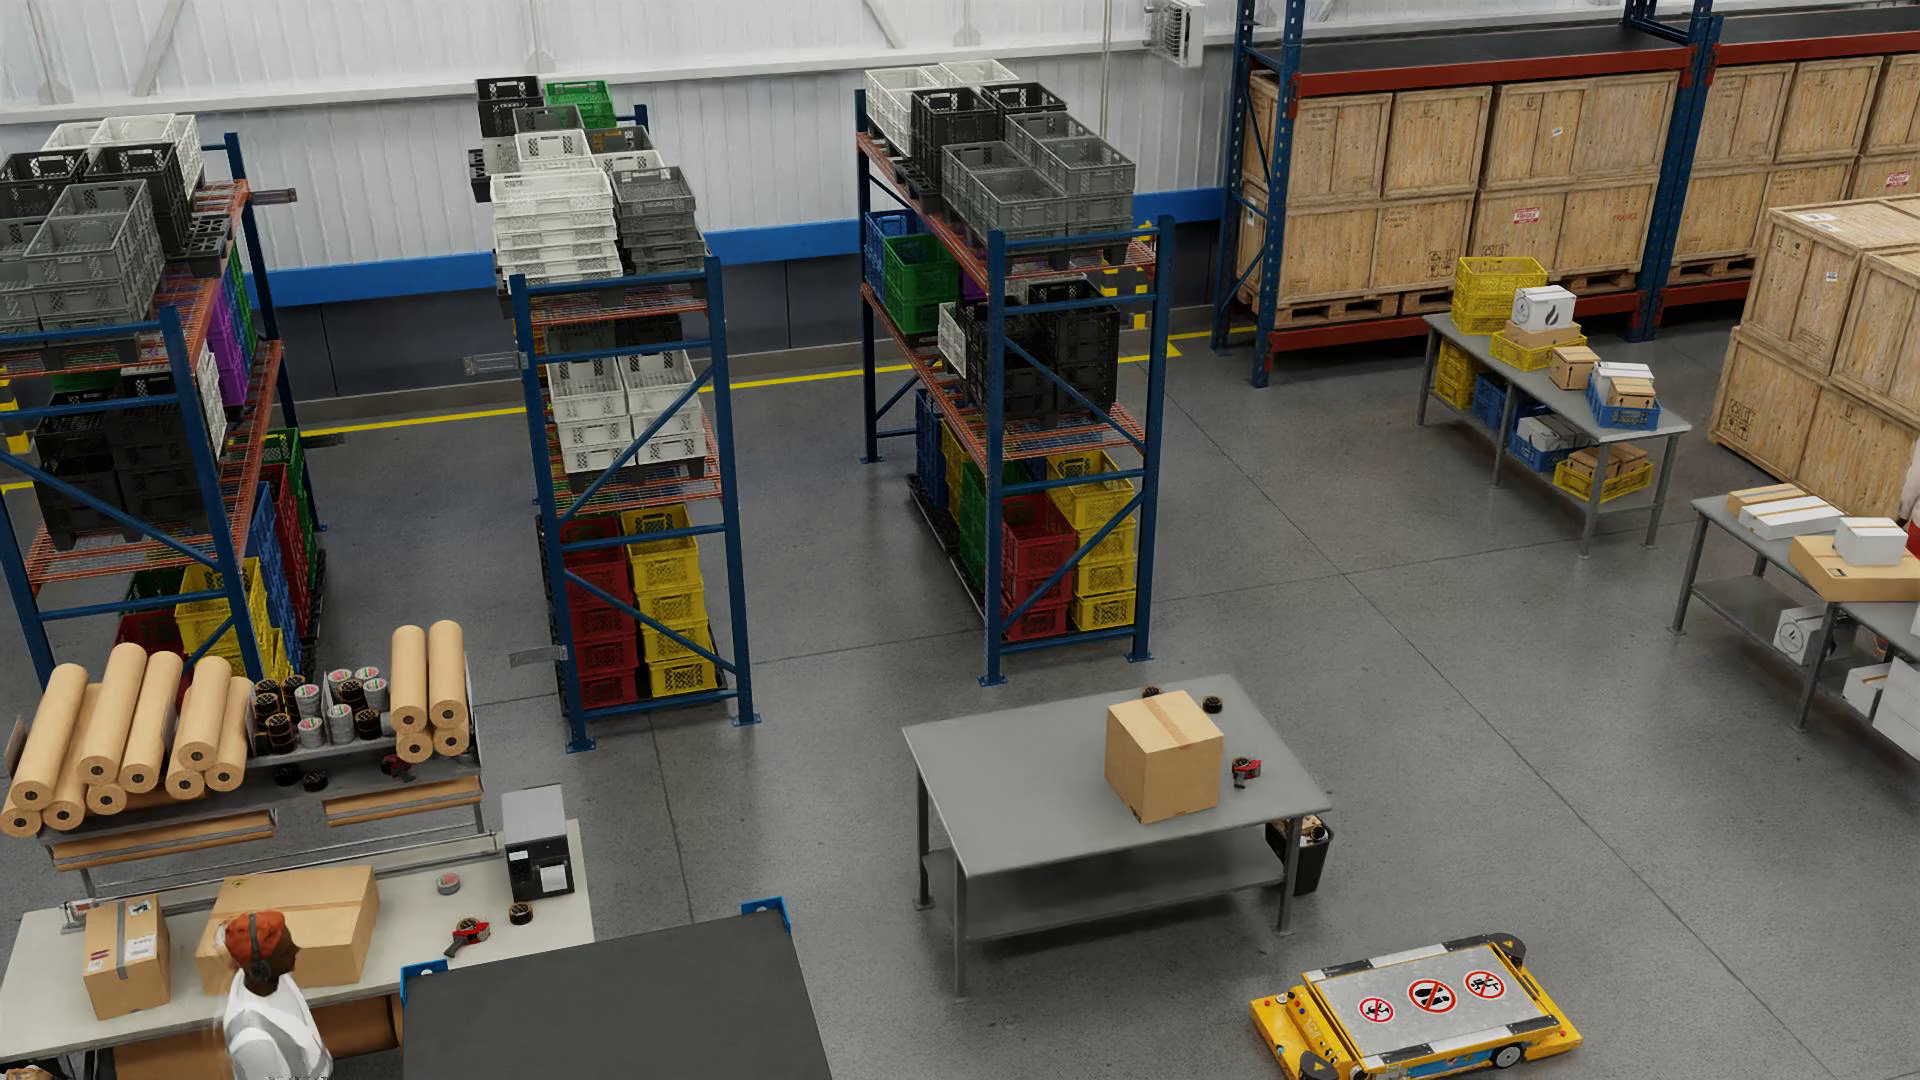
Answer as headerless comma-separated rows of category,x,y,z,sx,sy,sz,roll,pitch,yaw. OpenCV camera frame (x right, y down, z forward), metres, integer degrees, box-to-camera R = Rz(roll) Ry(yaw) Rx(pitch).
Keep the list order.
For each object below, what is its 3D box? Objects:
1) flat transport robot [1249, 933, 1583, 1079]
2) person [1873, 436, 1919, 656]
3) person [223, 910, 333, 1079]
flat transport robot,2.184,2.282,7.980,1.431,0.197,0.652,-8,30,-14
person,6.287,-0.112,10.574,0.608,1.995,0.376,18,33,29
person,-2.644,2.210,6.487,0.685,1.859,0.583,-6,29,-11
